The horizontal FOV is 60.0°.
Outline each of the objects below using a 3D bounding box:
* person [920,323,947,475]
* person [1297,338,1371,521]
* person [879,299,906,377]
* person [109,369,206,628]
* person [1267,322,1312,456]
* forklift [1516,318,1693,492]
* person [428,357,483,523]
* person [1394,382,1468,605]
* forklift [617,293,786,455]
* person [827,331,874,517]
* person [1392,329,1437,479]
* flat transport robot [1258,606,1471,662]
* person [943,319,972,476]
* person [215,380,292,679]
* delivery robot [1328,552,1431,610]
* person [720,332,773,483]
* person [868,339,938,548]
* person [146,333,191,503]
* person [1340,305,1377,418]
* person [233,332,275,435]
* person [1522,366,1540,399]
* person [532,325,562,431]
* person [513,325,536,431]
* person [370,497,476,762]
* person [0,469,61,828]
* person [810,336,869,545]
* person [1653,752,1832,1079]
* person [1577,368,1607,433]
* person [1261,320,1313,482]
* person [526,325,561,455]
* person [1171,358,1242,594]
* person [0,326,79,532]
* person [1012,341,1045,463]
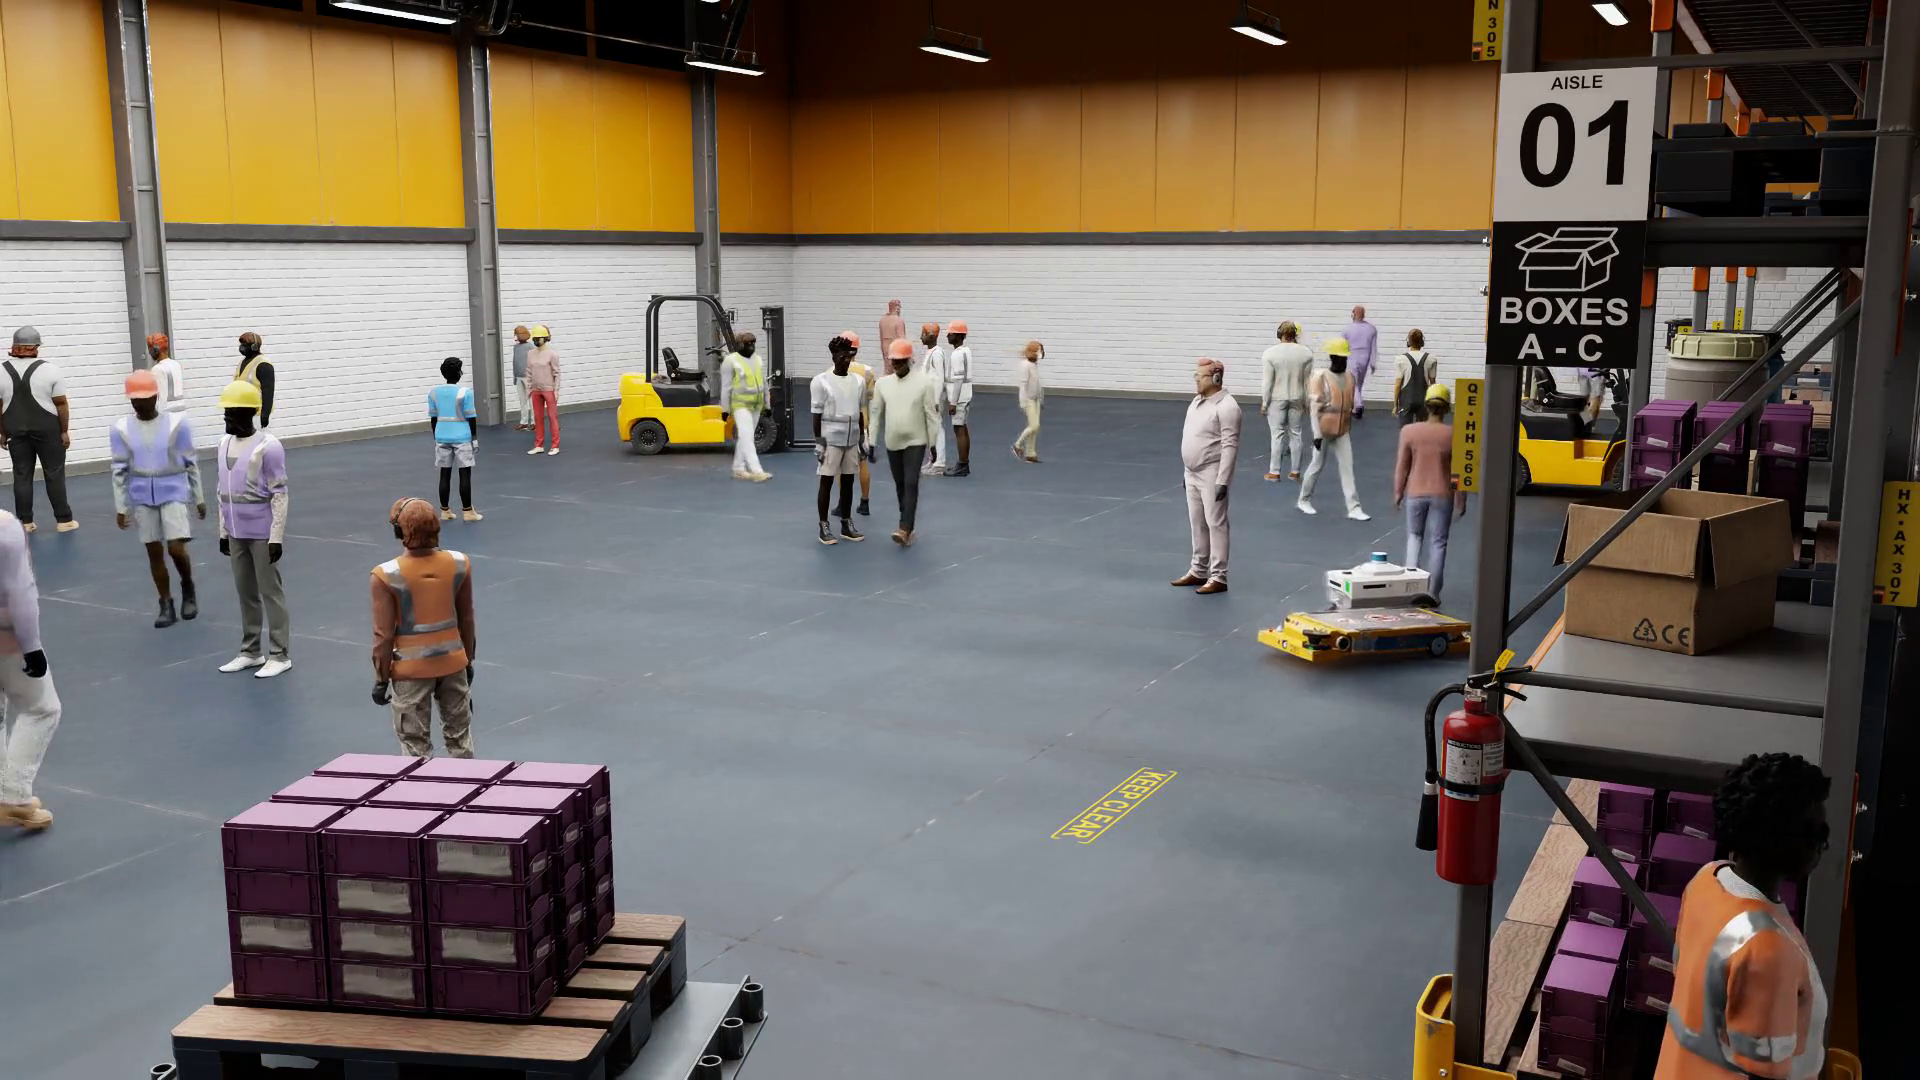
[{"bbox_3d":[-0.333,-1.752,20.671,0.337,1.882,0.584,-2,10,-9],"label":"person"},{"bbox_3d":[3.878,-1.159,17.273,0.603,1.876,0.968,-4,11,-24],"label":"person"},{"bbox_3d":[-1.174,-3.398,30.140,0.409,1.906,0.651,-8,13,-40],"label":"person"},{"bbox_3d":[-5.864,-0.292,12.142,0.578,1.912,0.496,-2,10,-10],"label":"person"},{"bbox_3d":[4.406,-2.030,22.461,0.620,1.815,0.610,8,13,38],"label":"person"},{"bbox_3d":[7.066,-1.601,18.899,2.313,2.155,1.214,5,11,27],"label":"forklift"},{"bbox_3d":[-5.144,-1.016,16.952,0.540,1.696,0.316,3,10,16],"label":"person"},{"bbox_3d":[3.665,-0.348,12.918,0.552,1.749,0.384,5,11,25],"label":"person"},{"bbox_3d":[-3.588,-2.317,23.042,2.313,2.155,1.214,-1,10,-5],"label":"forklift"},{"bbox_3d":[-1.160,-1.207,17.360,0.553,1.935,0.364,-5,11,-28],"label":"person"},{"bbox_3d":[5.466,-1.618,20.028,0.504,1.839,0.344,1,10,4],"label":"person"},{"bbox_3d":[2.840,0.635,11.460,1.431,0.197,0.652,-3,9,-23],"label":"flat transport robot"},{"bbox_3d":[-0.033,-1.748,20.496,0.357,1.938,0.544,2,10,11],"label":"person"},{"bbox_3d":[-4.607,-0.070,10.802,0.588,1.930,0.362,5,11,28],"label":"person"},{"bbox_3d":[3.065,0.332,12.180,0.707,0.478,0.477,-2,10,-14],"label":"delivery robot"},{"bbox_3d":[-2.512,-1.594,20.019,0.871,1.798,0.651,7,12,37],"label":"person"},{"bbox_3d":[-0.561,-0.916,15.669,0.646,1.932,1.045,3,10,17],"label":"person"},{"bbox_3d":[-8.591,-1.297,18.028,0.355,1.887,0.573,-1,10,-4],"label":"person"},{"bbox_3d":[6.643,-2.977,27.798,0.651,1.879,0.892,-2,10,-9],"label":"person"},{"bbox_3d":[-8.112,-1.463,19.118,0.625,1.846,0.429,8,13,40],"label":"person"},{"bbox_3d":[7.231,-1.826,21.291,0.404,1.824,0.586,-2,10,-10],"label":"person"},{"bbox_3d":[-6.416,-2.493,25.686,0.505,1.633,0.279,2,10,11],"label":"person"},{"bbox_3d":[-6.747,-2.505,25.753,0.504,1.631,0.279,8,12,37],"label":"person"},{"bbox_3d":[-2.459,0.616,7.666,0.310,1.642,0.514,9,13,43],"label":"person"},{"bbox_3d":[-4.588,0.483,7.874,0.680,1.831,0.452,4,10,21],"label":"person"},{"bbox_3d":[-1.139,-0.950,15.785,0.601,1.967,0.369,-7,12,-37],"label":"person"},{"bbox_3d":[1.697,1.283,3.640,0.317,1.695,0.540,2,10,10],"label":"person"},{"bbox_3d":[9.271,-2.465,24.342,0.388,2.041,0.615,-4,10,-20],"label":"person"},{"bbox_3d":[3.912,-1.664,20.007,0.630,1.940,0.372,-2,10,-12],"label":"person"},{"bbox_3d":[-5.670,-2.031,22.624,0.526,1.769,0.328,4,11,23],"label":"person"},{"bbox_3d":[1.993,-0.524,13.493,0.411,1.910,0.643,-4,11,-23],"label":"person"},{"bbox_3d":[-9.105,-1.089,16.382,0.680,2.000,0.536,-2,10,-9],"label":"person"},{"bbox_3d":[0.939,-1.788,21.639,0.376,1.612,0.585,5,11,29],"label":"person"}]
